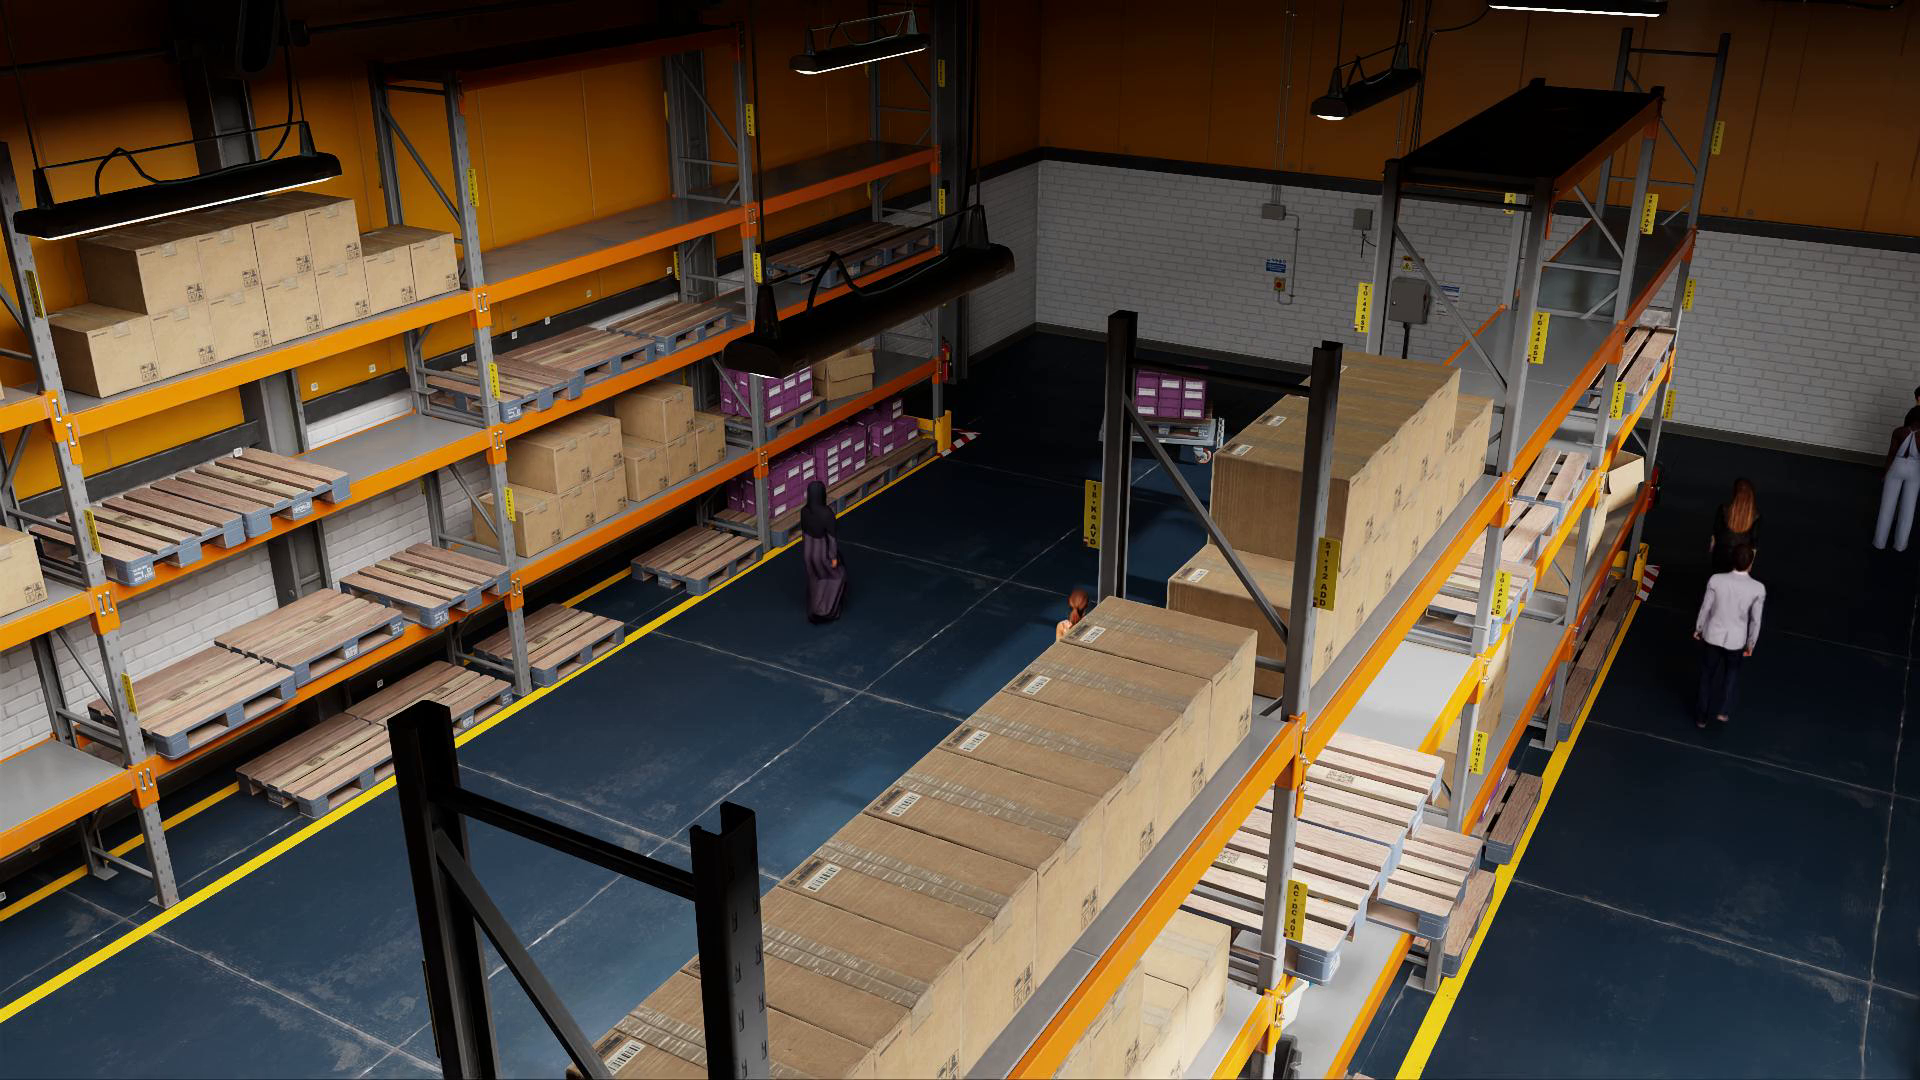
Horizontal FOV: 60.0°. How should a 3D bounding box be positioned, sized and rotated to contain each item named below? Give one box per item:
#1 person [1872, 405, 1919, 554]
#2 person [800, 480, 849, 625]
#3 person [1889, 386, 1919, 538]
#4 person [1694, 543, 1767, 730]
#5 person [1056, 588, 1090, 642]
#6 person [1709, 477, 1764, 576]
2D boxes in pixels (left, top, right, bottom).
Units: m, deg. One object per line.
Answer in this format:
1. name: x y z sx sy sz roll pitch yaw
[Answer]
1. person: 10.958 -0.722 19.324 0.599 1.783 0.526 9 25 21
2. person: -1.518 0.149 17.548 0.617 1.609 0.710 14 27 28
3. person: 11.295 -0.968 19.791 0.746 1.859 0.545 21 31 39
4. person: 7.107 0.940 15.454 0.721 1.837 0.666 8 25 18
5. person: 1.051 1.250 14.802 0.636 1.792 0.655 6 24 13
6. person: 8.016 0.208 17.327 0.674 1.677 0.973 10 25 21
